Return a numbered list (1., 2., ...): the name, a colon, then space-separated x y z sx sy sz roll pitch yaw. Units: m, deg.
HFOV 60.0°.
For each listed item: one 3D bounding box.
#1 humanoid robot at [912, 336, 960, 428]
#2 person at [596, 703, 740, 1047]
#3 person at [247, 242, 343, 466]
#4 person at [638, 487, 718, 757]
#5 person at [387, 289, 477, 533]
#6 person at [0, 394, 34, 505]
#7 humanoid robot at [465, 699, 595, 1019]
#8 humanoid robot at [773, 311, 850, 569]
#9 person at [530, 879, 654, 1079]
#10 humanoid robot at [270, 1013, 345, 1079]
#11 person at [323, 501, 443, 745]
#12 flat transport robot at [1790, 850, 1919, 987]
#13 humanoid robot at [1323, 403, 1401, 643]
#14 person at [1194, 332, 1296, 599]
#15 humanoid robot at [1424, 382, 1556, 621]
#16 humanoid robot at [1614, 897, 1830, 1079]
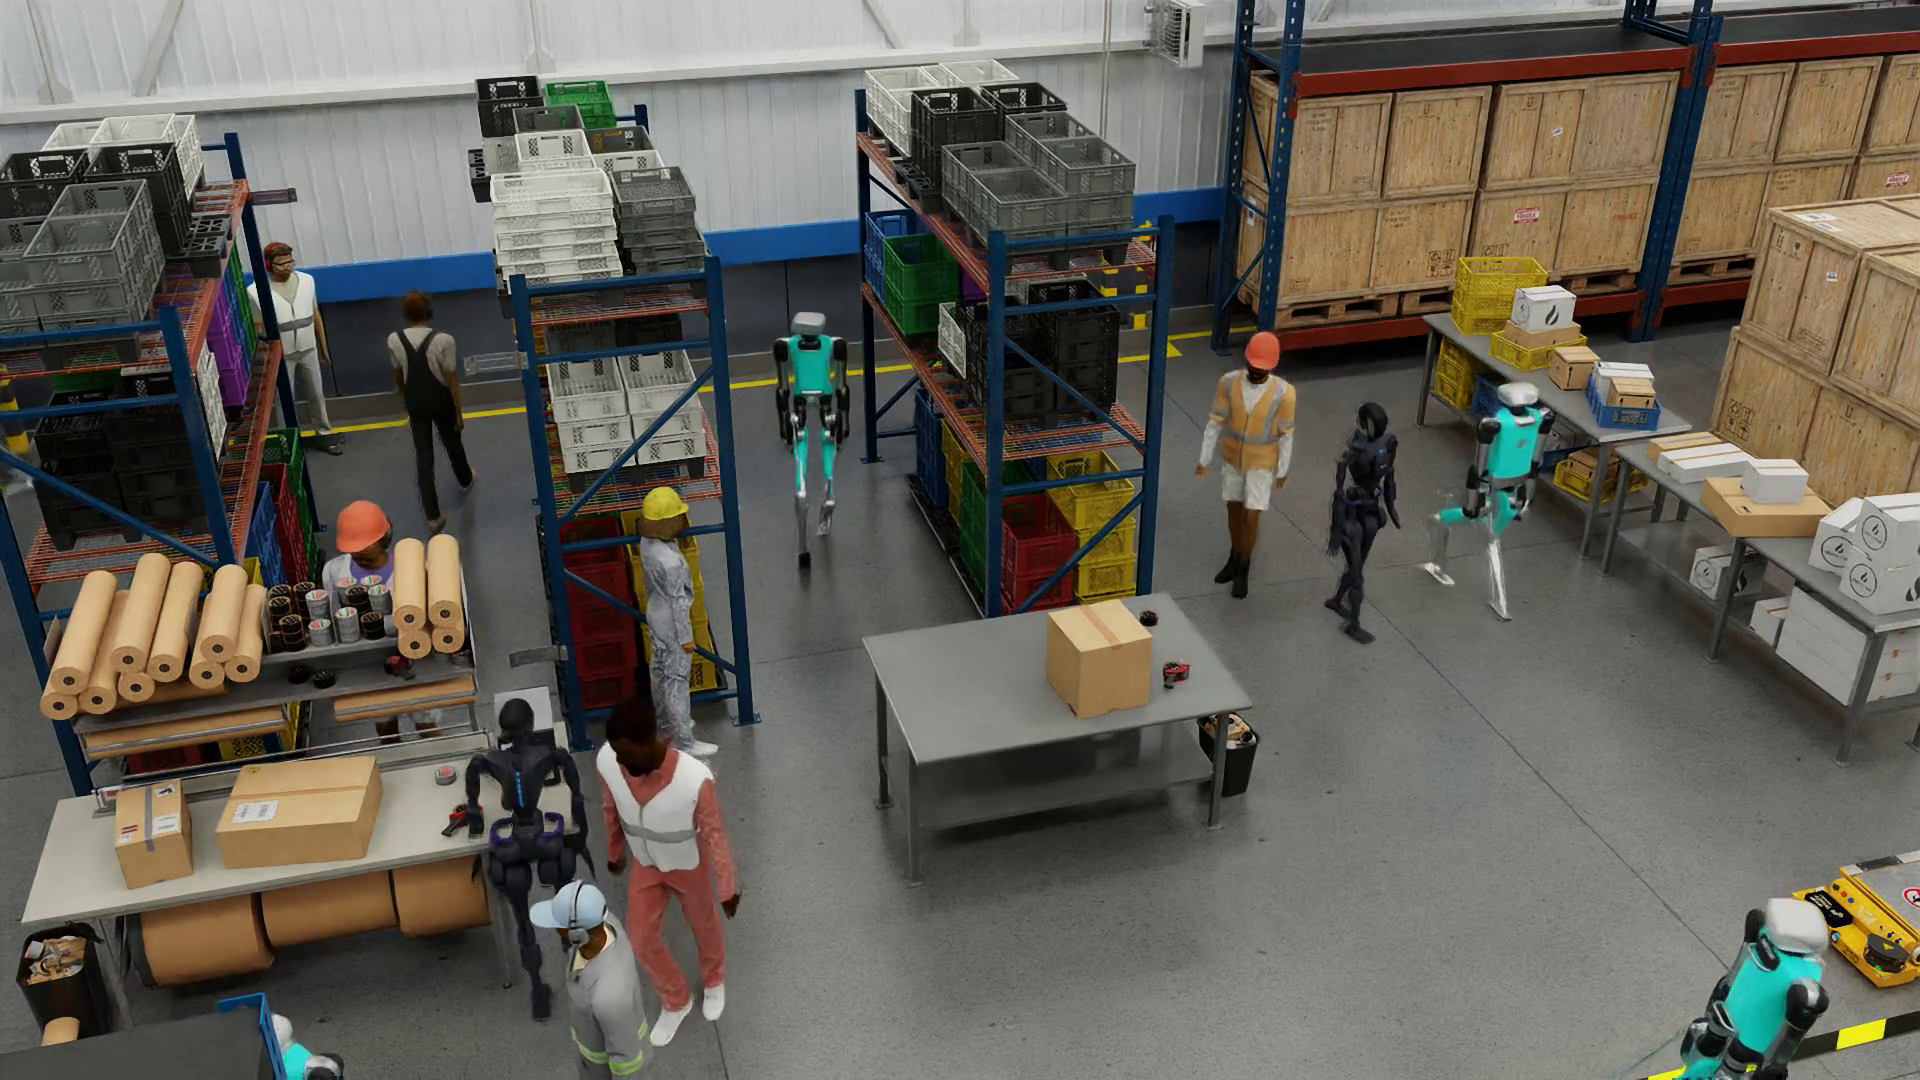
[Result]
1. humanoid robot: -0.184 -1.674 13.763 0.599 1.643 0.423 3 29 5
2. person: -1.348 1.532 7.701 0.715 1.874 0.665 8 30 15
3. person: -5.321 -1.498 13.262 0.384 1.836 0.565 24 37 37
4. person: -1.683 0.475 9.763 0.293 1.744 0.484 -16 33 -27
5. person: -3.941 -1.015 12.423 0.513 1.792 0.969 -2 29 -3
6. person: -7.386 -1.050 12.478 0.467 1.825 0.626 -24 37 -36
7. humanoid robot: -2.091 1.469 8.064 0.590 1.627 0.763 -6 29 -11
8. humanoid robot: -1.057 -0.657 11.854 0.541 1.783 0.932 -1 29 -1
9. person: -1.431 2.104 6.690 0.388 1.849 0.597 -9 30 -17
10. humanoid robot: -2.448 2.604 6.001 0.541 1.885 0.719 2 29 4
11. person: -3.097 0.696 9.055 0.613 2.040 0.388 1 29 2
12. flat transport robot: 5.163 1.916 8.676 1.431 0.231 0.659 -8 30 -14
13. humanoid robot: 2.708 -0.137 10.977 0.610 1.640 0.659 -19 34 -30
14. person: 1.923 -0.524 11.406 0.618 1.920 0.518 17 33 28
15. humanoid robot: 3.519 -0.373 11.337 0.561 1.762 0.937 -8 30 -13
16. humanoid robot: 2.899 2.185 6.664 0.783 1.754 0.588 1 29 2
